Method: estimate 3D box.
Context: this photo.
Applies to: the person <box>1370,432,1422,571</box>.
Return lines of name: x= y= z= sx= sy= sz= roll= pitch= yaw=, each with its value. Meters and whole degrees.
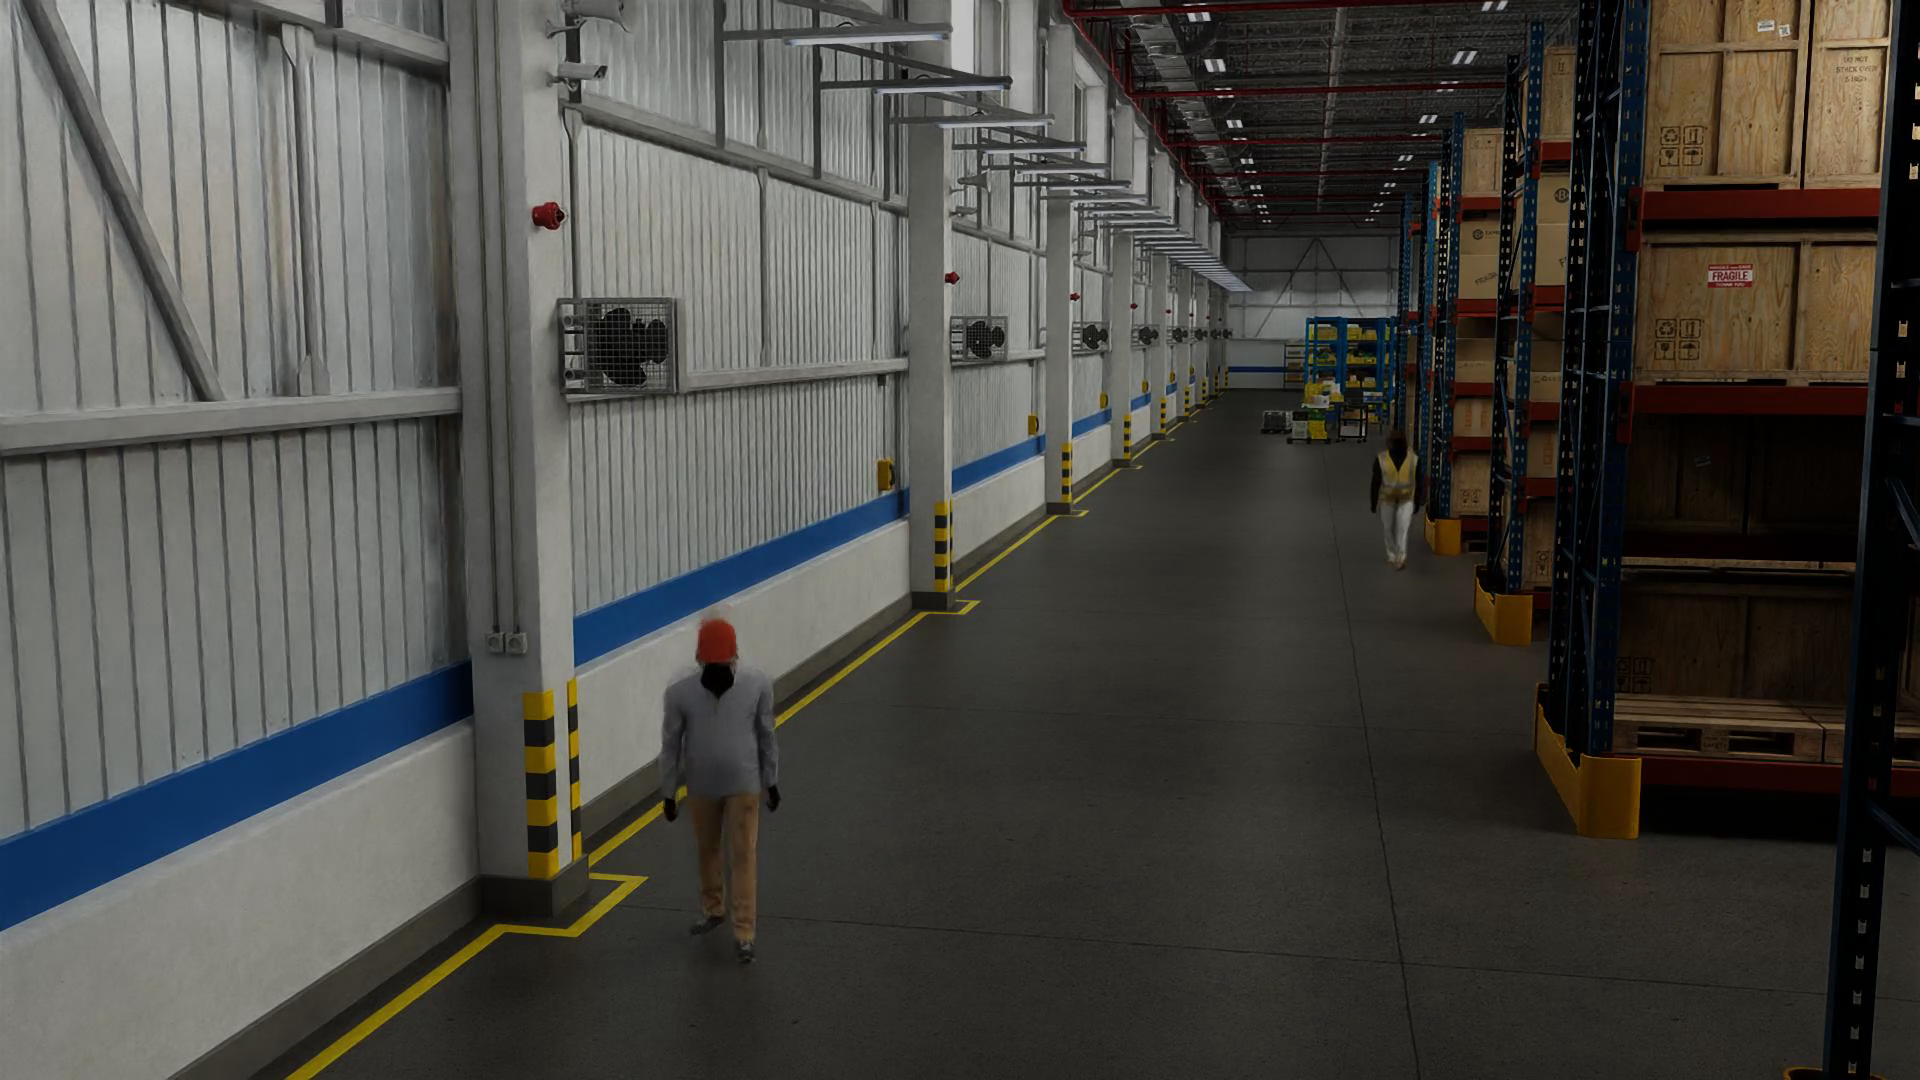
person: x=5.744 y=-0.529 z=21.931 sx=0.639 sy=1.802 sz=0.952 roll=2 pitch=7 yaw=14

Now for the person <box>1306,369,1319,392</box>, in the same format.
person: x=12.190 y=-4.993 z=57.469 sx=0.570 sy=1.843 sz=0.372 roll=-1 pitch=7 yaw=-9

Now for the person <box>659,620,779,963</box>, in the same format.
person: x=-1.206 y=1.225 z=8.308 sx=0.589 sy=1.697 sz=0.754 roll=-1 pitch=7 yaw=-4
